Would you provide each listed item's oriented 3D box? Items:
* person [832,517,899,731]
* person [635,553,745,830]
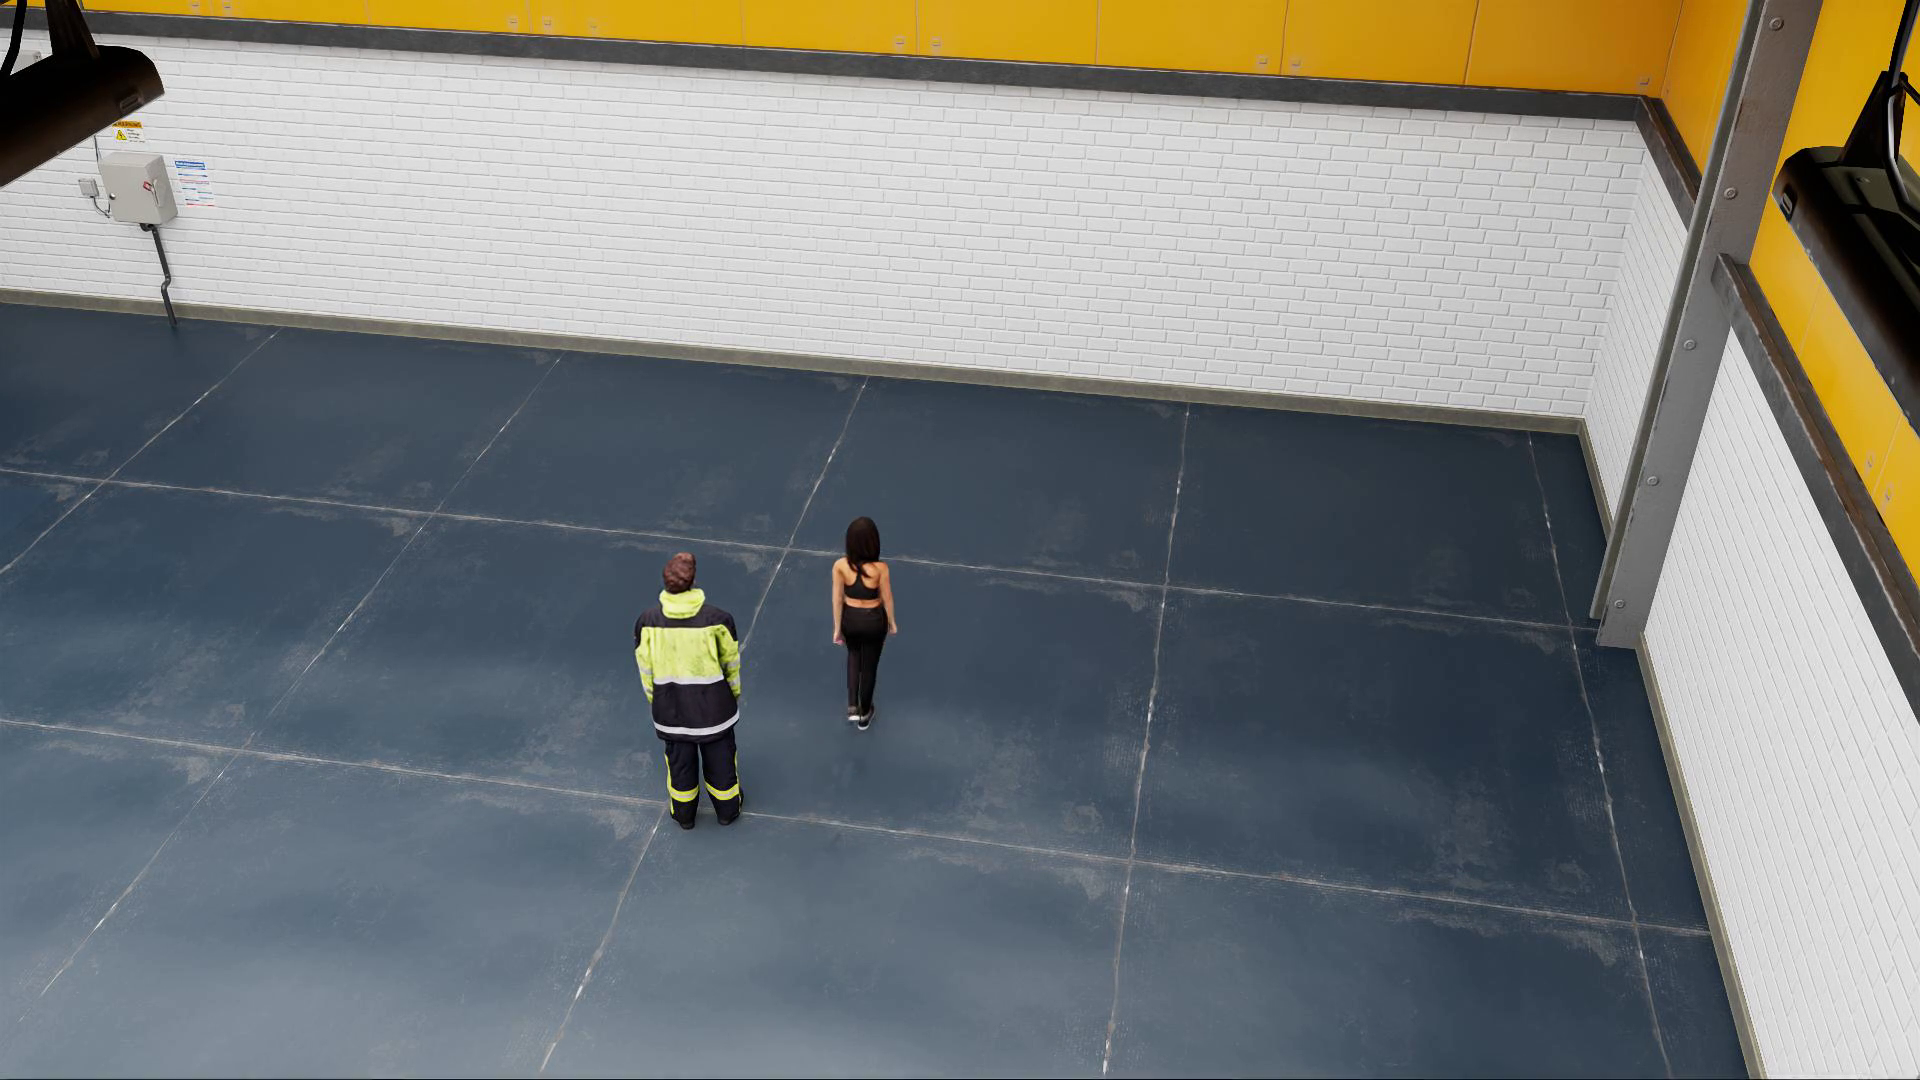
[{"bbox_3d":[-0.651,0.605,10.935,0.544,1.632,0.599,5,34,7],"label":"person"},{"bbox_3d":[-1.630,0.930,10.129,0.832,1.983,0.748,-3,34,-4],"label":"person"}]
